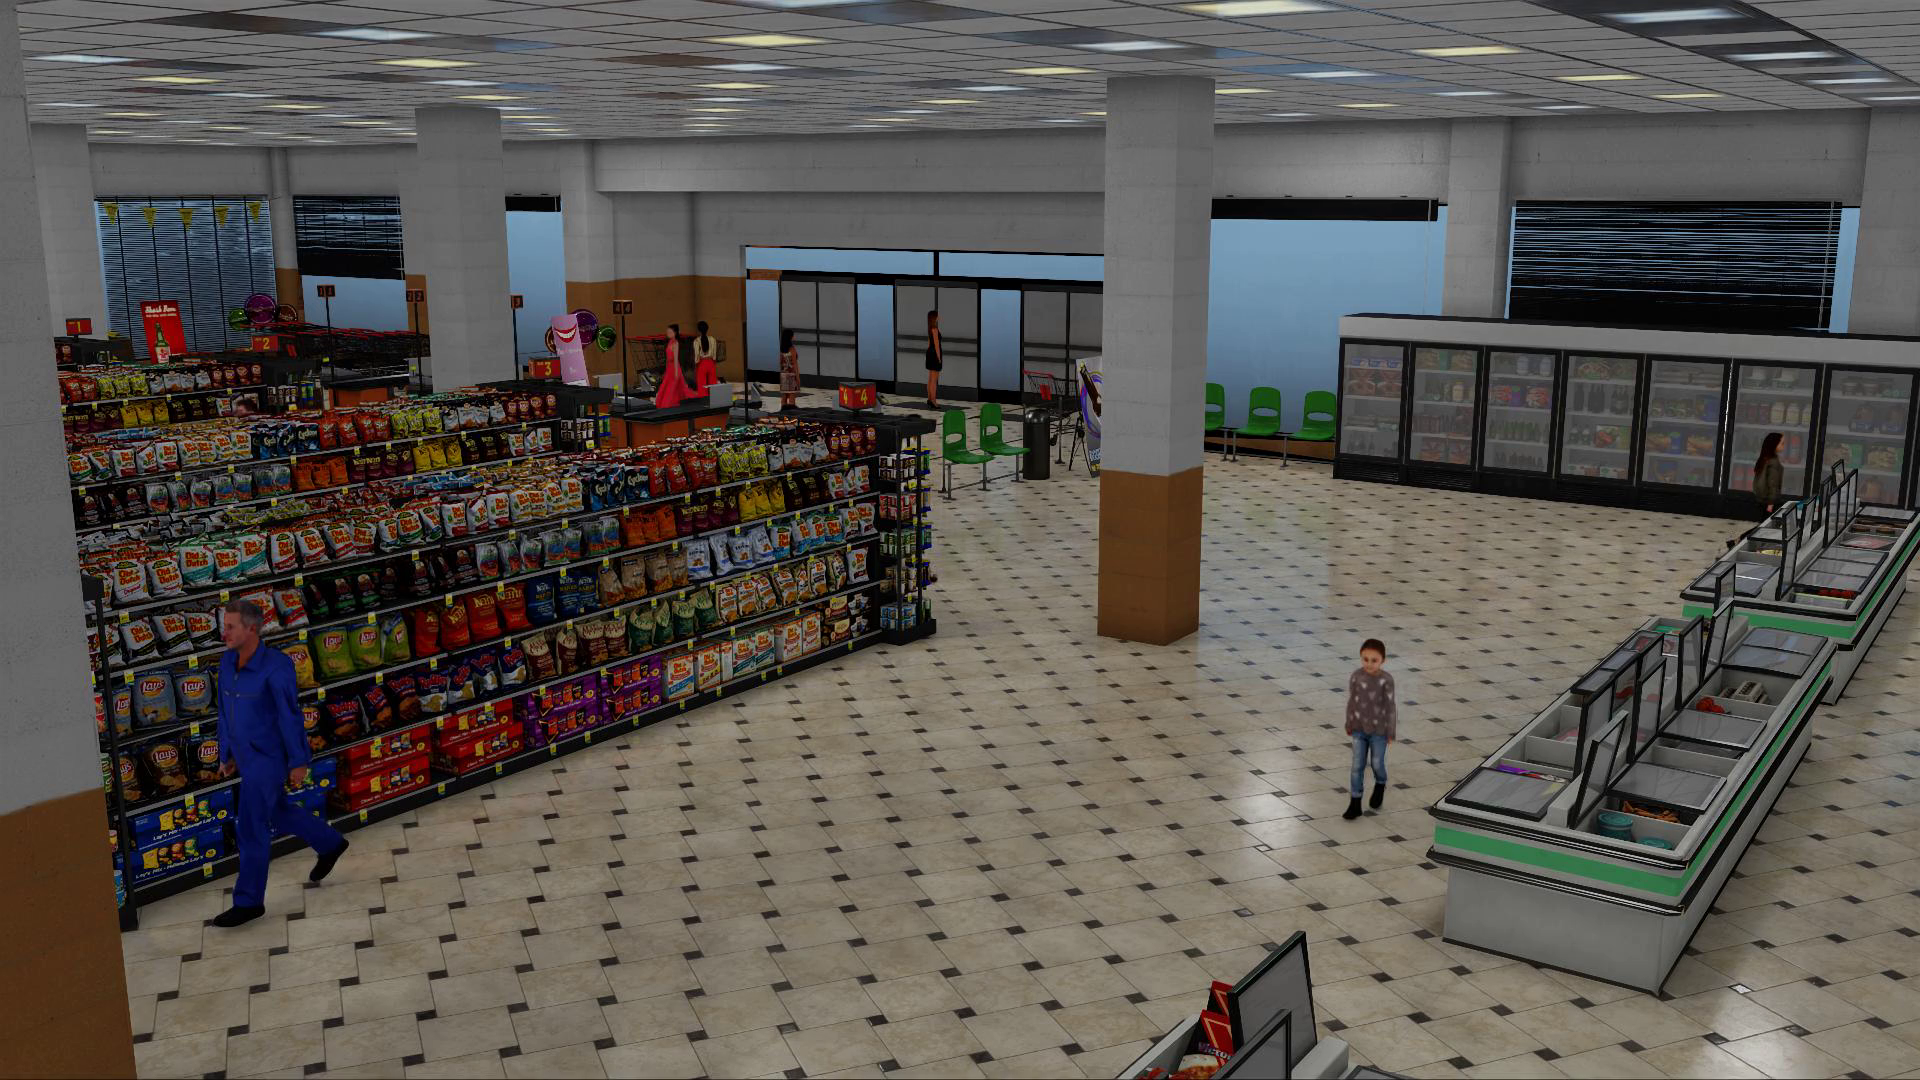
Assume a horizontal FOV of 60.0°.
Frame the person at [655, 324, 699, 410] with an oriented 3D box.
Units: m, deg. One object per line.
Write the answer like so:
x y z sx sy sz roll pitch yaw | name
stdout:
-4.991 -2.963 29.522 1.185 1.683 0.998 -4 13 -18 | person

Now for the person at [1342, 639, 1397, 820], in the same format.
2.708 1.214 10.892 0.496 1.186 0.719 8 14 32 | person

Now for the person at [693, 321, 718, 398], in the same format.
-4.454 -2.946 29.176 0.607 1.792 0.742 -7 14 -30 | person

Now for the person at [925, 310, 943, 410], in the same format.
-0.487 -3.363 31.054 0.699 1.835 0.665 -4 12 -18 | person

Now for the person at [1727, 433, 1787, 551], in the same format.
8.700 -0.432 18.051 0.882 1.458 0.934 2 12 8 | person

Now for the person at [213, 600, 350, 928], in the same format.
-3.860 1.217 9.418 0.728 1.788 1.139 9 15 36 | person

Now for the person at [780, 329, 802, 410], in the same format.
-3.008 -2.884 29.237 0.598 1.645 0.692 -11 16 -42 | person
